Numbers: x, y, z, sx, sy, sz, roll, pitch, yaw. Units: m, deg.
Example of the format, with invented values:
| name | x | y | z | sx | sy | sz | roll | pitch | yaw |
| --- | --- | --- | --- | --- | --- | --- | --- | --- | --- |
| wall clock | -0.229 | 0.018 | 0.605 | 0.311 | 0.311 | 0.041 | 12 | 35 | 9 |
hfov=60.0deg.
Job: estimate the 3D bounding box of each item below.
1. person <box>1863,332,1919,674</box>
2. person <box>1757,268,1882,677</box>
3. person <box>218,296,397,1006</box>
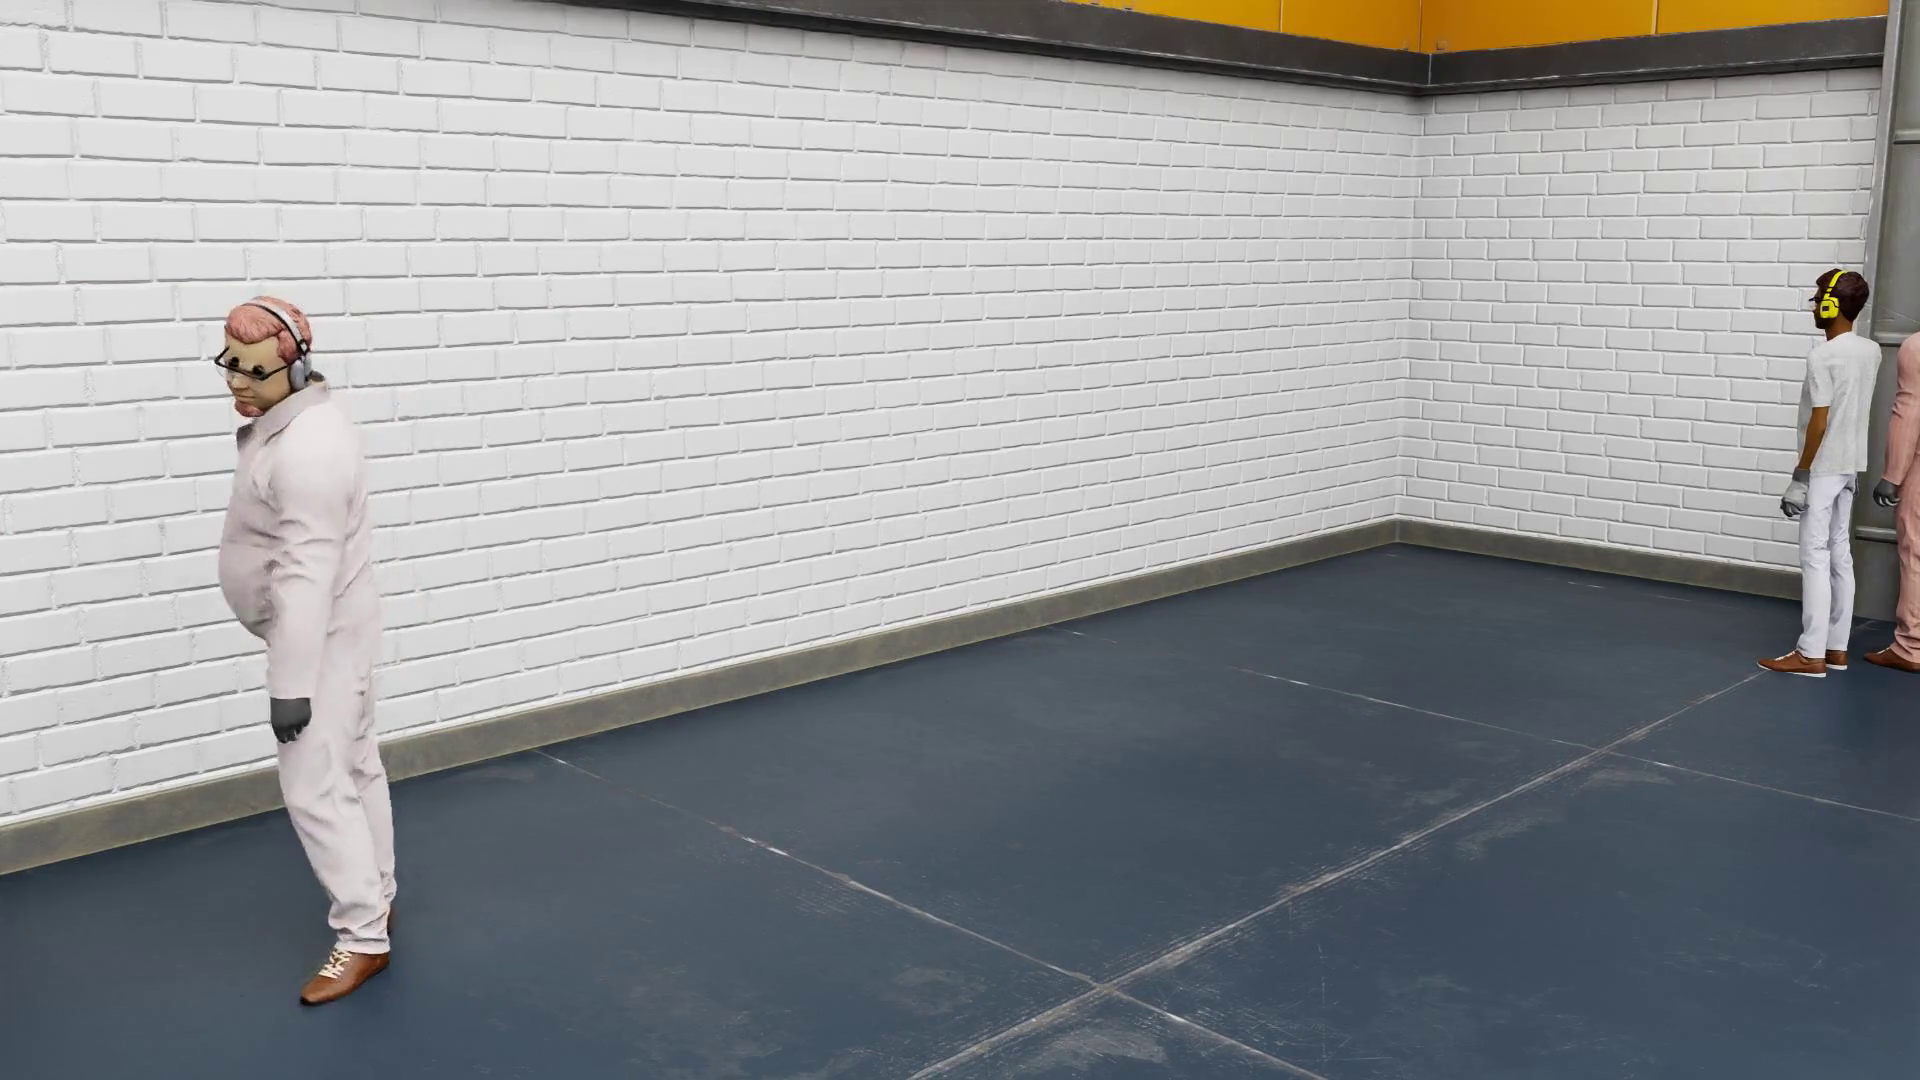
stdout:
| name | x | y | z | sx | sy | sz | roll | pitch | yaw |
| --- | --- | --- | --- | --- | --- | --- | --- | --- | --- |
| person | 4.541 | -0.330 | 7.706 | 0.639 | 1.910 | 0.407 | -2 | 11 | -10 |
| person | 3.978 | -0.301 | 7.660 | 0.509 | 1.870 | 0.328 | -7 | 13 | -35 |
| person | -1.778 | 0.274 | 4.535 | 0.407 | 1.874 | 0.797 | -3 | 11 | -18 |
